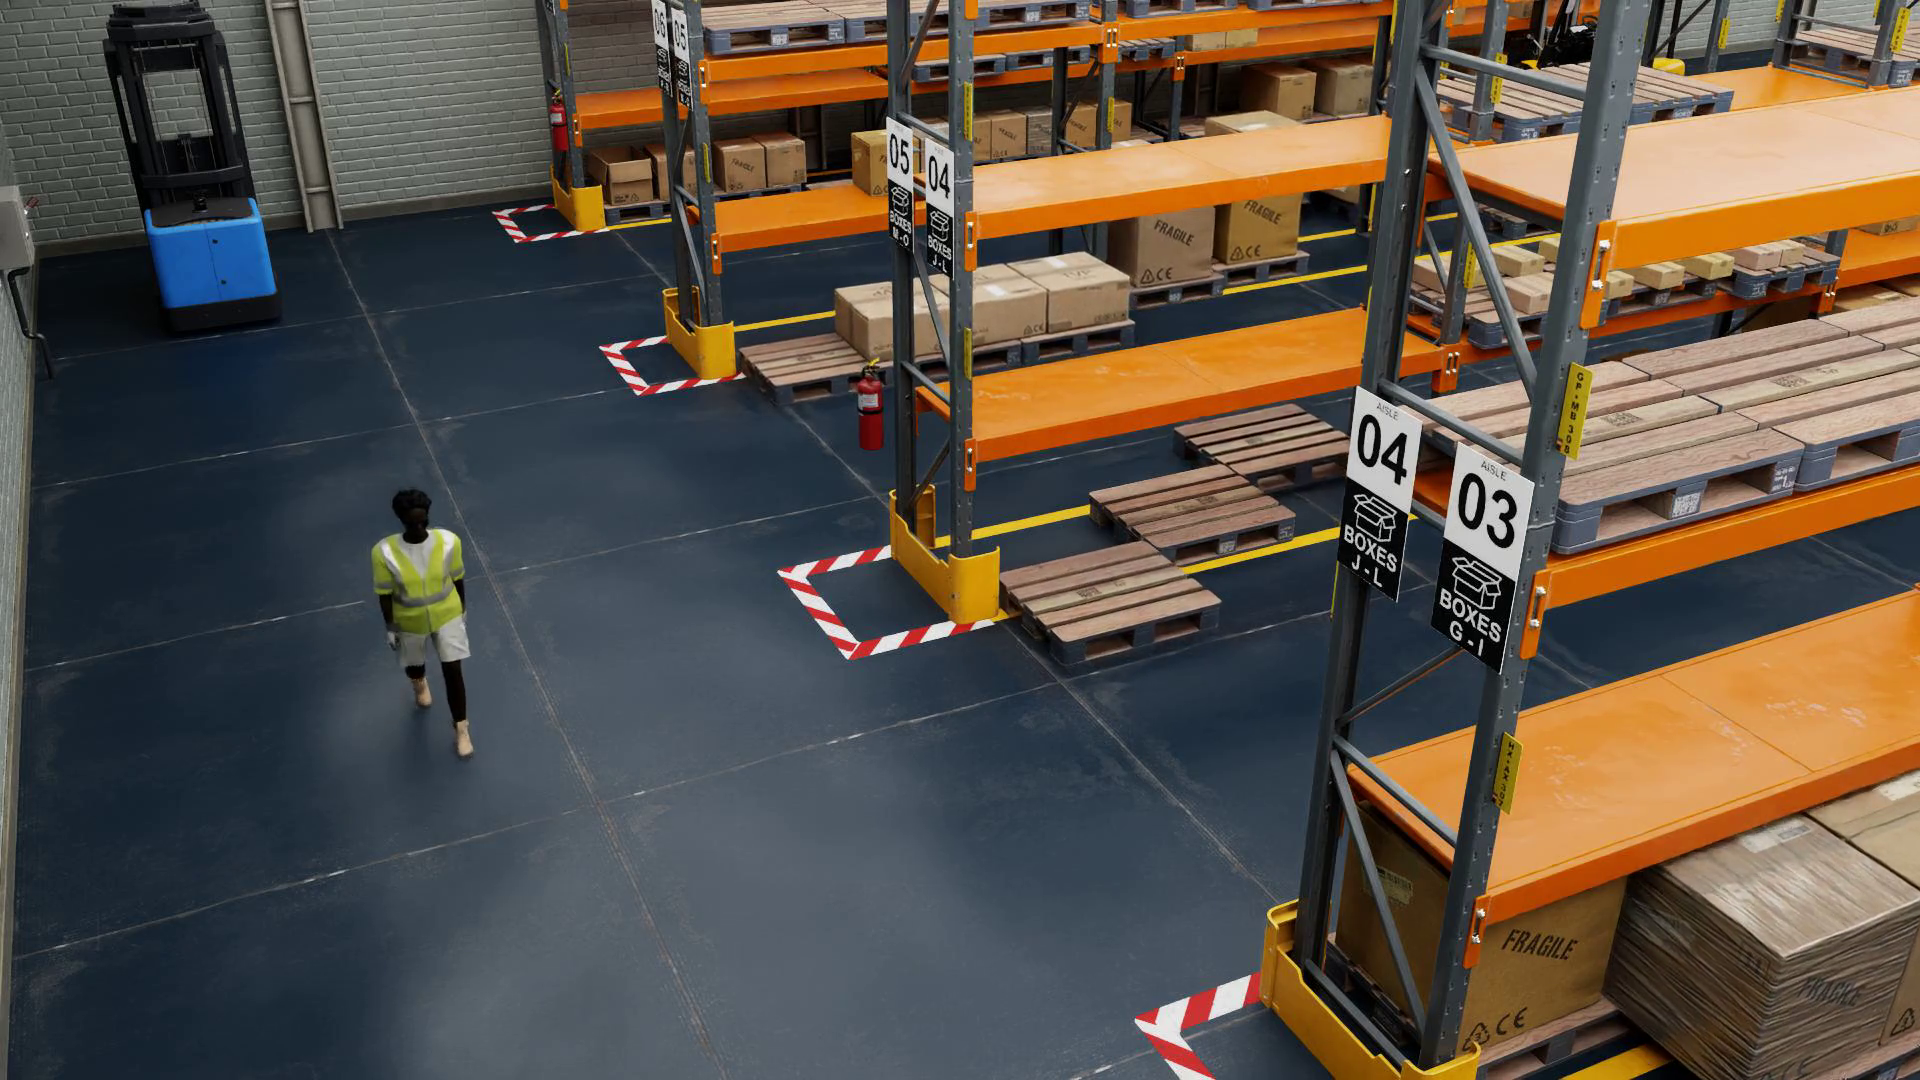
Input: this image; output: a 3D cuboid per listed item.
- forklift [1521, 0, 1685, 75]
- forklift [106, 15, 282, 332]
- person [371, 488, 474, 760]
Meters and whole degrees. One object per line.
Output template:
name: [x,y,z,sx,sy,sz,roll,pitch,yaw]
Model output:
forklift: [8.950,-6.807,23.056,1.214,2.155,2.313,-12,30,-22]
forklift: [-7.548,-3.672,16.323,1.129,2.768,1.873,-12,30,-22]
person: [-3.140,0.418,9.756,0.522,1.669,0.750,-11,30,-20]
